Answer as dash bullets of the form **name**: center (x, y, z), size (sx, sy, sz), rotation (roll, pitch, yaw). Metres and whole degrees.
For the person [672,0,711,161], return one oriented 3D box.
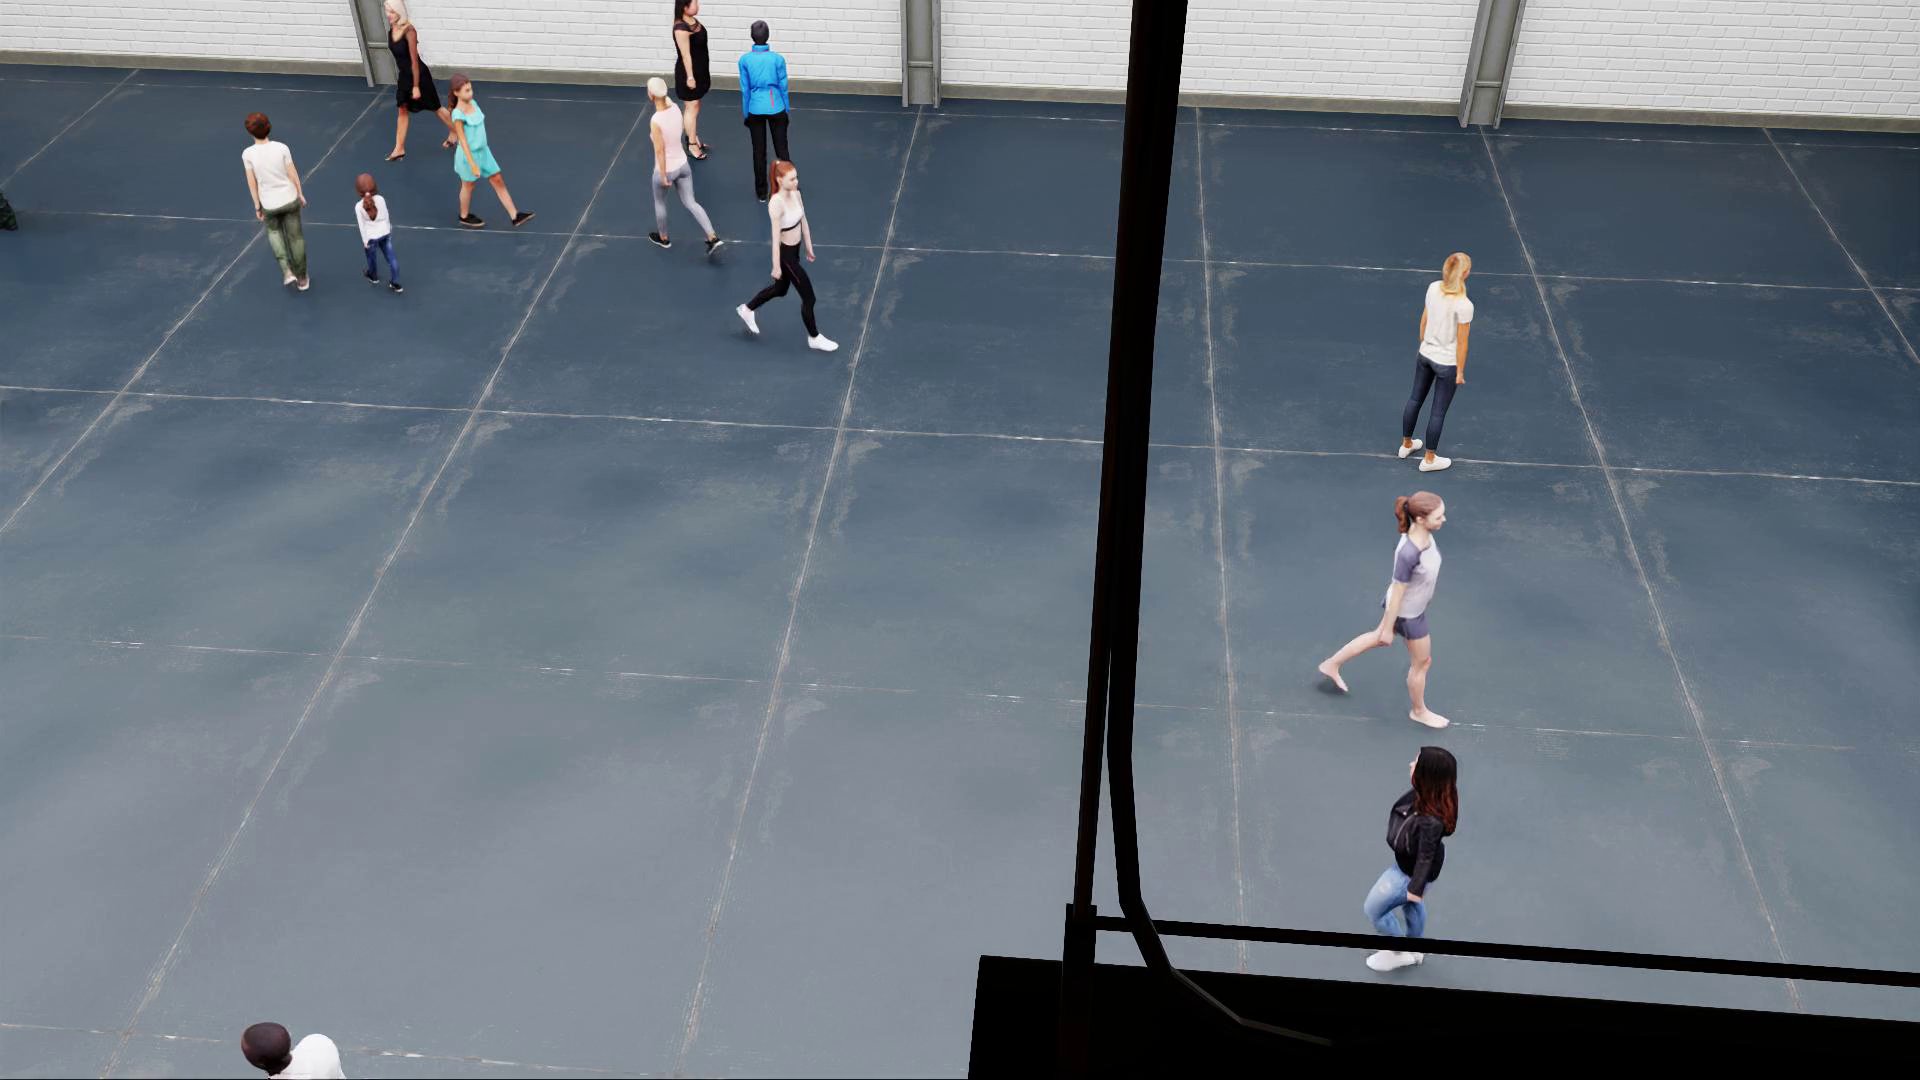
- **person**: center (-2.710, -4.694, 16.721), size (0.642, 1.716, 0.692), rotation (-2, 39, -3)

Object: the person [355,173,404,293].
- **person**: center (-5.140, -2.702, 14.724), size (0.676, 1.096, 0.742), rotation (-30, 47, -32)

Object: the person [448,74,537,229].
- **person**: center (-4.598, -3.587, 15.495), size (1.062, 1.517, 0.714), rotation (11, 40, 14)

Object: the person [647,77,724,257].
- **person**: center (-2.536, -3.338, 15.038), size (1.159, 1.697, 0.961), rotation (27, 46, 29)

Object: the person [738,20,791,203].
- **person**: center (-1.855, -4.089, 15.903), size (0.519, 1.792, 0.699), rotation (-2, 39, -2)

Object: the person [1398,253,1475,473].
- **person**: center (3.579, -1.335, 12.441), size (0.697, 1.809, 0.670), rotation (-21, 43, -24)

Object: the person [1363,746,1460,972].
- **person**: center (2.470, 1.724, 8.759), size (0.694, 1.623, 0.723), rotation (12, 40, 15)

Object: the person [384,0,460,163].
- **person**: center (-5.371, -4.620, 16.659), size (1.116, 1.678, 1.102), rotation (-30, 47, -32)

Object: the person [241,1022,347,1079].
- **person**: center (-2.727, 2.729, 7.351), size (1.147, 1.810, 0.770), rotation (9, 39, 11)

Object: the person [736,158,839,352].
- **person**: center (-1.505, -2.355, 13.801), size (1.216, 1.706, 0.792), rotation (12, 40, 15)

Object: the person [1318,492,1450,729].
- **person**: center (2.682, 0.400, 10.334), size (1.170, 1.728, 0.815), rotation (14, 41, 17)

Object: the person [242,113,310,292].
- **person**: center (-5.941, -2.912, 14.547), size (0.714, 1.644, 0.764), rotation (-14, 41, -16)
